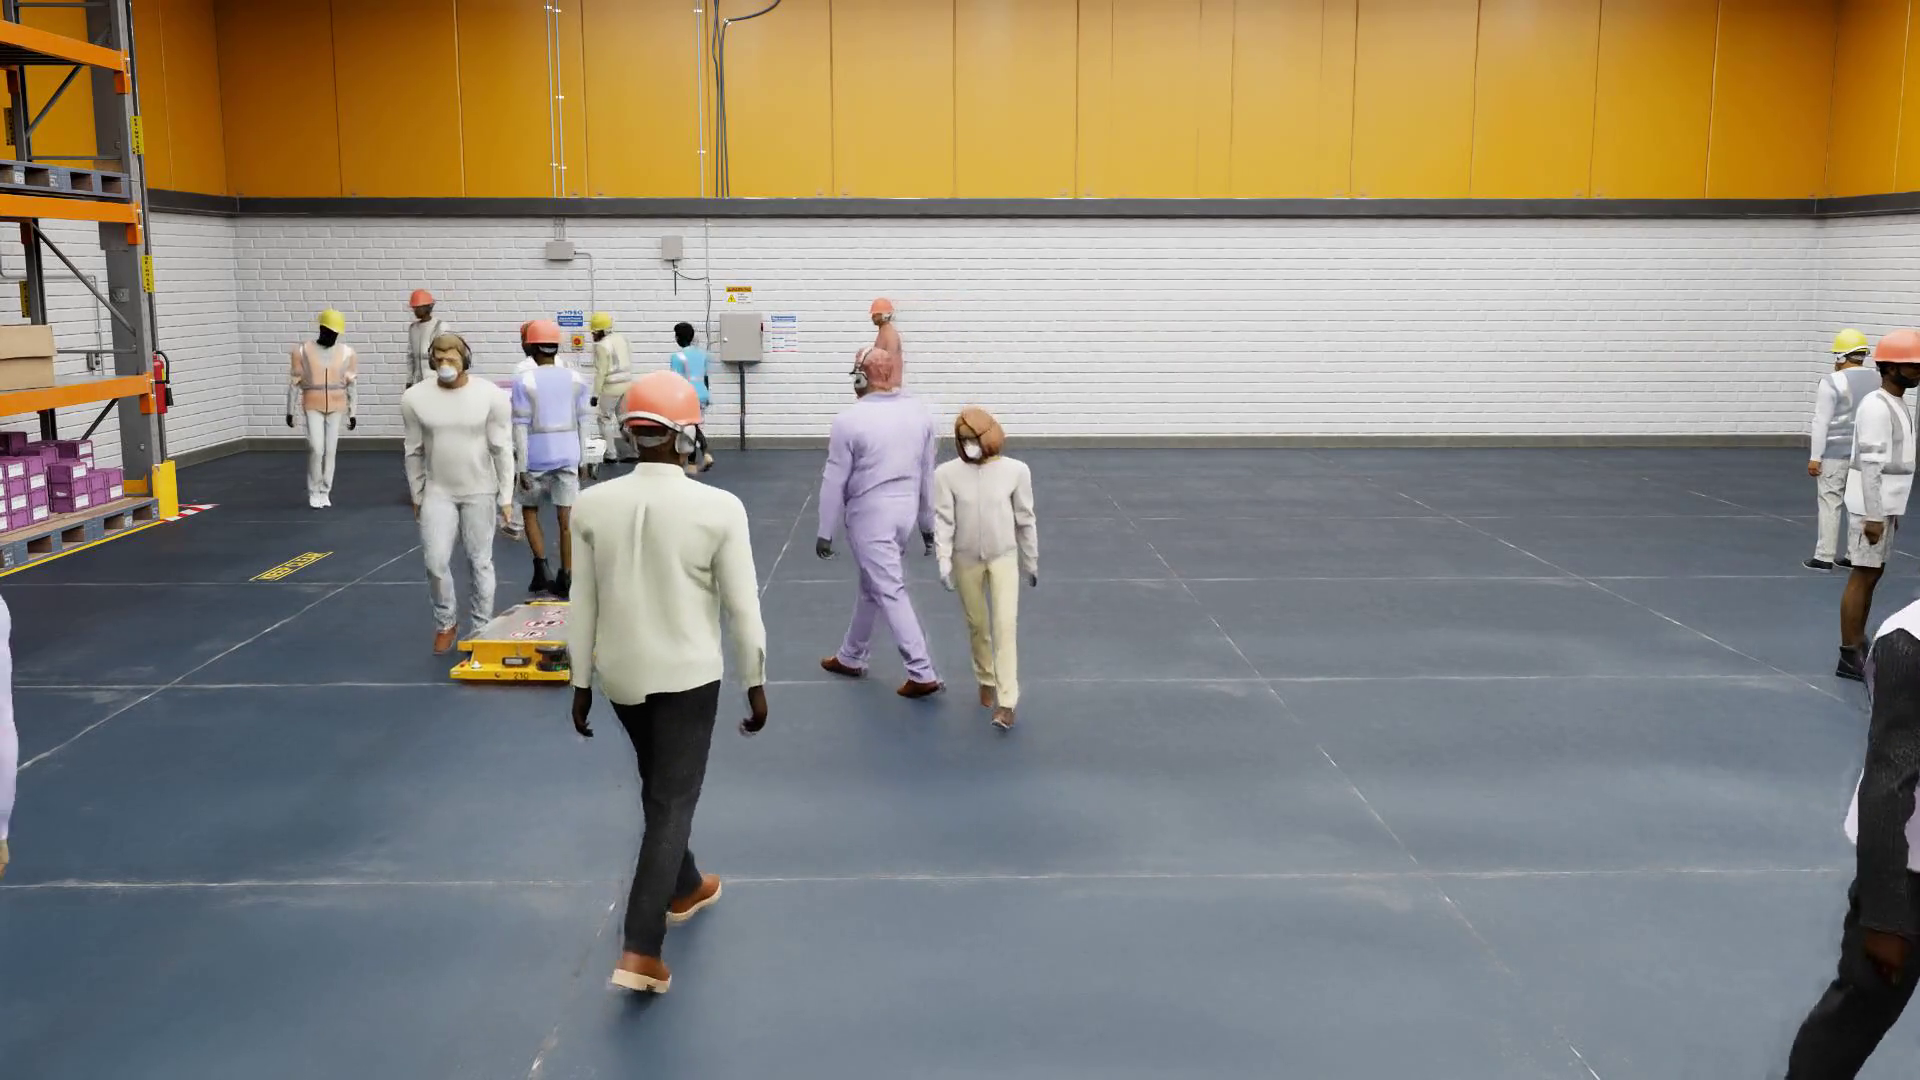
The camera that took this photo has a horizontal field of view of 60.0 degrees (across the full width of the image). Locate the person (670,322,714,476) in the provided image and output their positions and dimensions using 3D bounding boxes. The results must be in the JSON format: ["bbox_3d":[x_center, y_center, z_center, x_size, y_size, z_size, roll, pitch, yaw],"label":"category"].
[{"bbox_3d":[-2.954,-1.536,18.192,0.350,1.680,0.562,6,11,35],"label":"person"}]

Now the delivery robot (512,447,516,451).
[{"bbox_3d":[-4.906,-0.941,17.737,0.707,0.478,0.477,-2,9,-11],"label":"delivery robot"}]

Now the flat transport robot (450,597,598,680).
[{"bbox_3d":[-2.403,0.561,9.685,0.652,0.197,1.431,1,9,3],"label":"flat transport robot"}]

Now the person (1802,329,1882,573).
[{"bbox_3d":[6.607,-0.660,12.441,0.586,1.824,0.404,-3,10,-17],"label":"person"}]

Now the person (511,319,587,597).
[{"bbox_3d":[-2.829,-0.558,11.495,0.547,1.921,0.434,-6,11,-31],"label":"person"}]

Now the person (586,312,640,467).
[{"bbox_3d":[-3.975,-1.714,19.005,0.510,1.784,0.624,2,10,15],"label":"person"}]

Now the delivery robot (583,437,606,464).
[{"bbox_3d":[-4.187,-0.969,17.908,0.707,0.478,0.477,-6,11,-31],"label":"delivery robot"}]

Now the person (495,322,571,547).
[{"bbox_3d":[-3.458,-0.859,13.613,0.994,1.826,0.573,8,12,39],"label":"person"}]

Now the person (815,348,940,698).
[{"bbox_3d":[-0.436,-0.099,8.913,1.012,1.855,0.653,9,13,44],"label":"person"}]

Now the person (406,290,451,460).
[{"bbox_3d":[-6.270,-1.907,19.486,0.635,2.025,0.488,5,10,26],"label":"person"}]

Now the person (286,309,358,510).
[{"bbox_3d":[-6.012,-1.230,15.737,0.662,1.877,0.637,-6,11,-31],"label":"person"}]

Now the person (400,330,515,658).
[{"bbox_3d":[-2.886,-0.248,9.617,0.633,1.921,0.469,-1,9,-7],"label":"person"}]

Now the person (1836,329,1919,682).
[{"bbox_3d":[5.093,-0.187,9.171,0.373,1.939,0.545,8,12,39],"label":"person"}]

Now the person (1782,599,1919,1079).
[{"bbox_3d":[2.257,0.758,3.698,0.660,1.829,1.020,-3,10,-18],"label":"person"}]

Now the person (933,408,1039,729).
[{"bbox_3d":[0.128,0.130,8.333,0.520,1.578,0.849,1,9,6],"label":"person"}]

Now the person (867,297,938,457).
[{"bbox_3d":[-0.751,-1.760,18.787,0.976,1.960,0.625,-3,10,-16],"label":"person"}]

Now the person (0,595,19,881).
[{"bbox_3d":[-2.464,0.711,3.798,0.498,1.896,0.644,9,13,44],"label":"person"}]

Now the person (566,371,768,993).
[{"bbox_3d":[-0.961,0.429,5.384,0.643,1.950,1.026,2,10,13],"label":"person"}]
